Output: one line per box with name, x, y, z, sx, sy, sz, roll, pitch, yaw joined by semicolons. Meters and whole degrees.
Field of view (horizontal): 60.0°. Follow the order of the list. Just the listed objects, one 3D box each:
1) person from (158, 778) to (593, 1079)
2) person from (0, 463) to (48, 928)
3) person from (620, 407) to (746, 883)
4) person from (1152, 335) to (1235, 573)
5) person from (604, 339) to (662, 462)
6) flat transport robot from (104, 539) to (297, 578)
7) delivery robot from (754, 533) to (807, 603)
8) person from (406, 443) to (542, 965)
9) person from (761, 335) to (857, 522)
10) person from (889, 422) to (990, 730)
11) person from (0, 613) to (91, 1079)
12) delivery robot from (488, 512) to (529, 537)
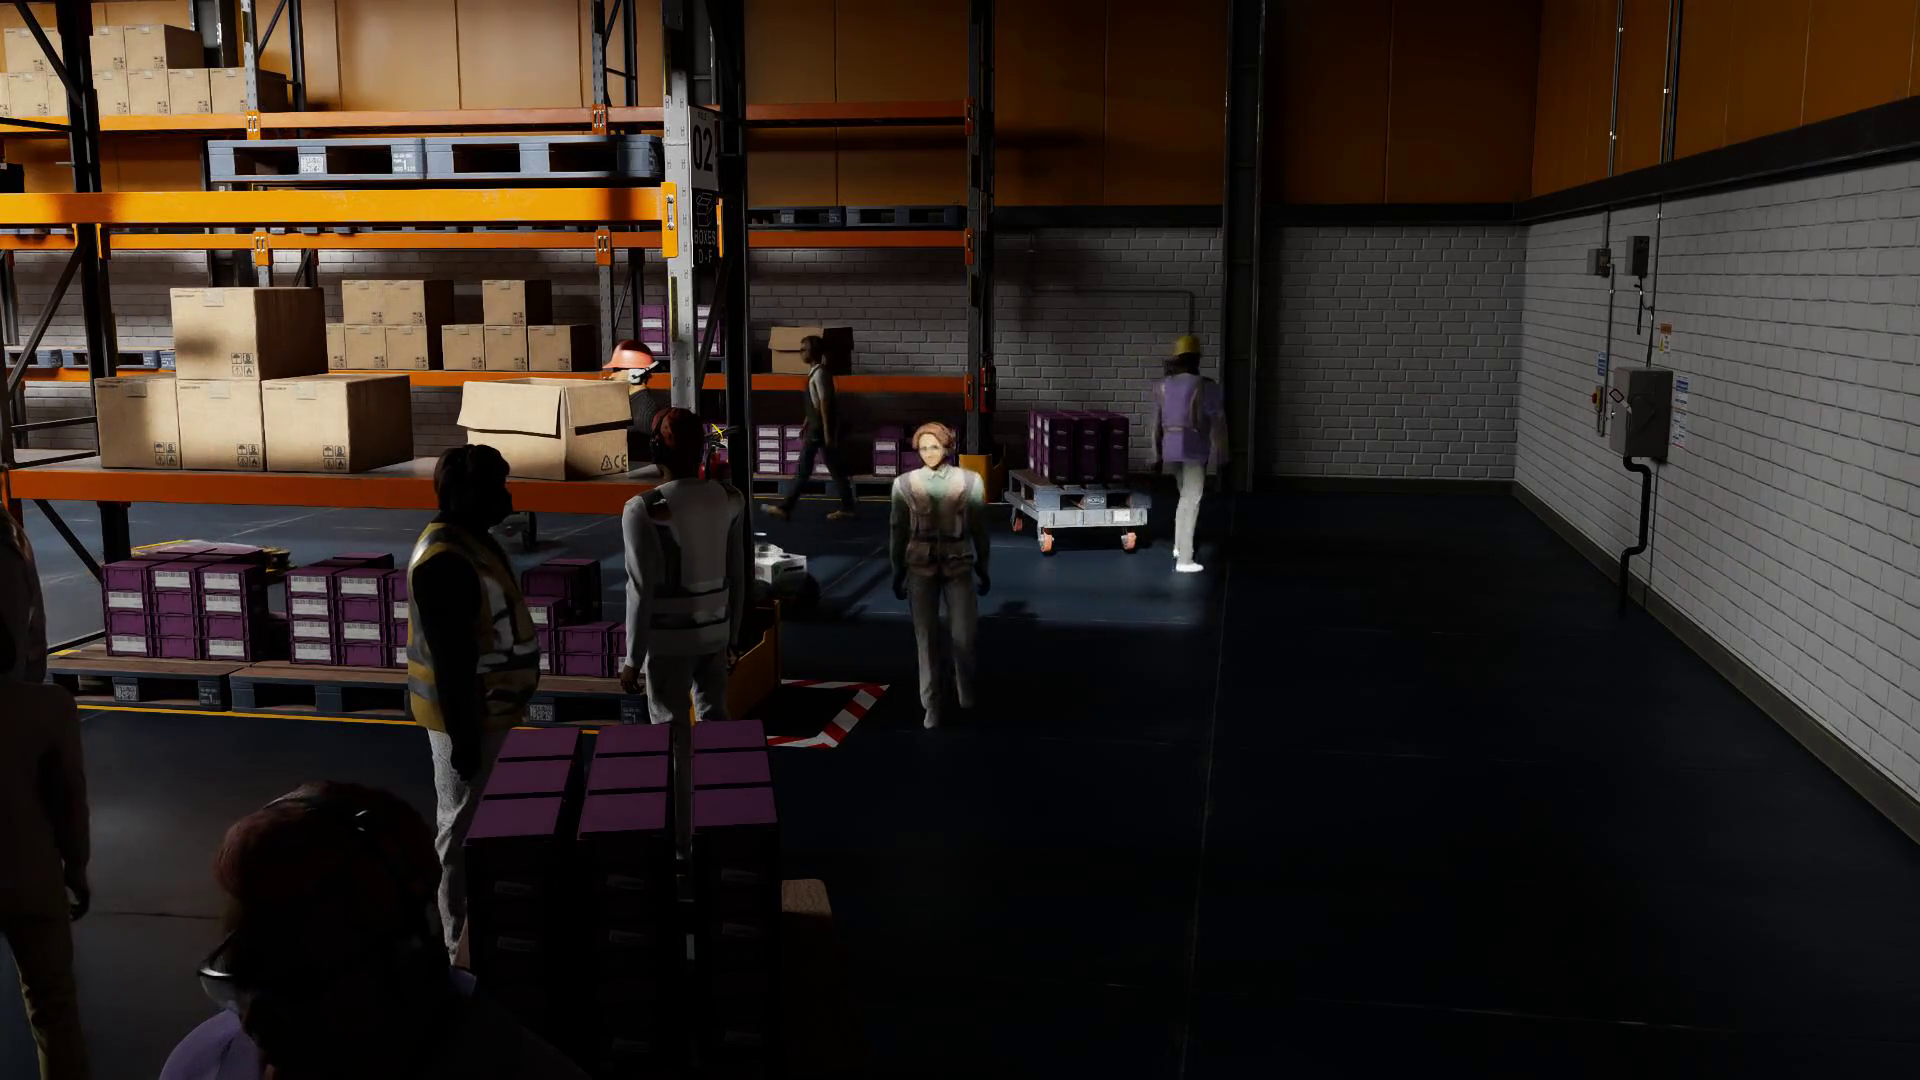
person;-0.631;1.181;1.788;0.639;1.904;0.407;3;10;19
person;-3.598;0.514;6.151;0.404;1.827;0.599;-6;11;-35
person;-1.097;0.414;6.608;0.353;1.883;0.577;8;12;40
person;1.869;-0.686;13.375;0.631;1.898;0.557;9;13;43
person;-1.984;-0.237;10.292;0.379;1.996;0.611;-2;9;-15
flat transport robot;-6.006;0.165;13.135;1.431;0.197;0.652;5;10;27
delivery robot;-1.418;0.193;11.795;0.707;0.478;0.477;8;12;41
person;-1.631;0.591;5.636;0.429;1.843;0.627;-1;9;-8
person;-1.444;-1.066;16.030;0.962;1.794;0.509;0;9;0
person;-0.106;0.181;8.844;0.534;1.621;0.417;1;9;5
person;-2.500;0.914;4.274;0.500;1.632;0.286;-7;12;-37
delivery robot;-3.954;-0.249;14.524;0.477;0.478;0.707;-3;10;-17
